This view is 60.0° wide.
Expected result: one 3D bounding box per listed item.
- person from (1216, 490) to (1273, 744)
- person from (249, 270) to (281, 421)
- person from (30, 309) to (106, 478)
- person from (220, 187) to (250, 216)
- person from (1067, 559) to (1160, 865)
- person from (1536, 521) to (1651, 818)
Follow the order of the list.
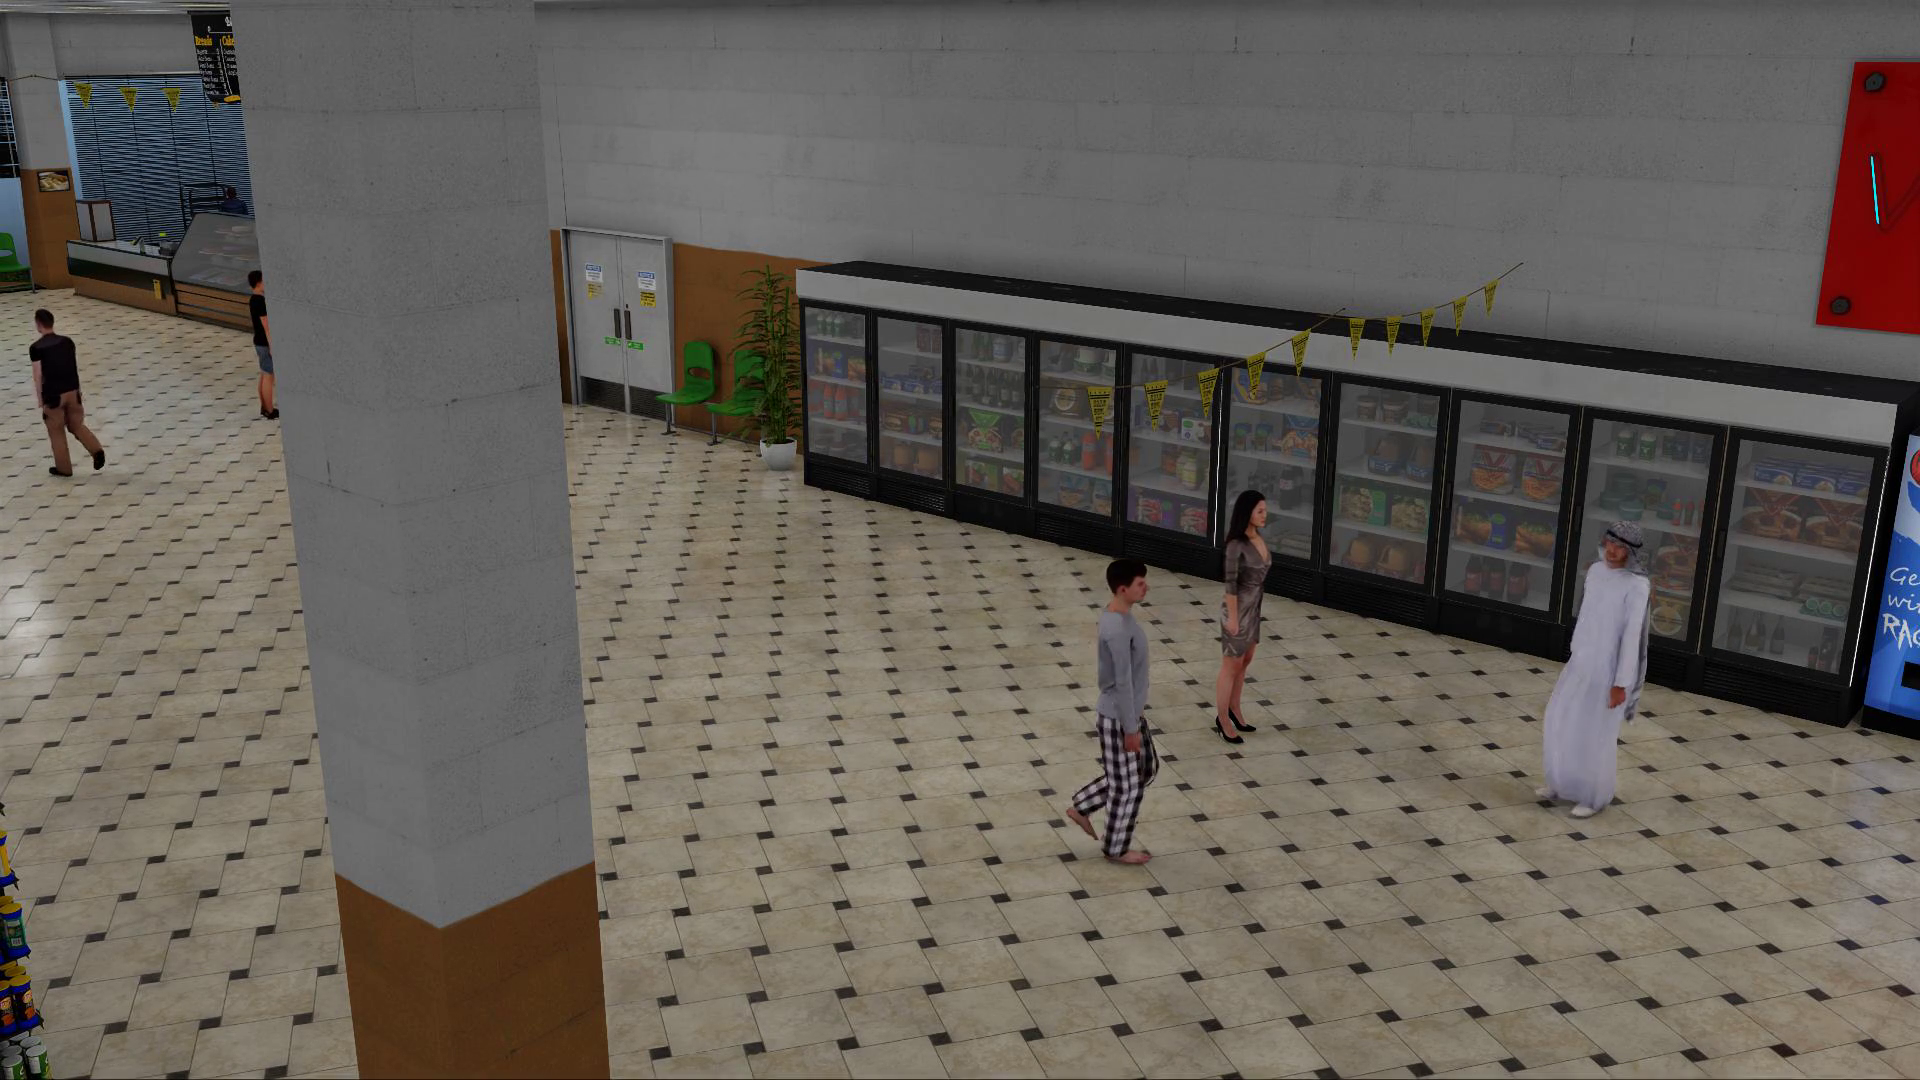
[{"bbox_3d":[1.903,0.501,11.208,0.680,1.745,0.487,10,20,30],"label":"person"},{"bbox_3d":[-8.658,-2.434,20.701,0.658,1.846,0.729,-11,20,-32],"label":"person"},{"bbox_3d":[-9.605,-1.560,17.869,0.854,1.819,0.891,9,19,27],"label":"person"},{"bbox_3d":[-14.048,-5.945,32.300,0.678,1.824,0.818,-9,19,-28],"label":"person"},{"bbox_3d":[0.836,0.989,9.447,0.870,1.834,0.831,3,17,9],"label":"person"},{"bbox_3d":[3.872,0.783,10.019,0.929,1.897,0.921,-1,17,-5],"label":"person"}]
